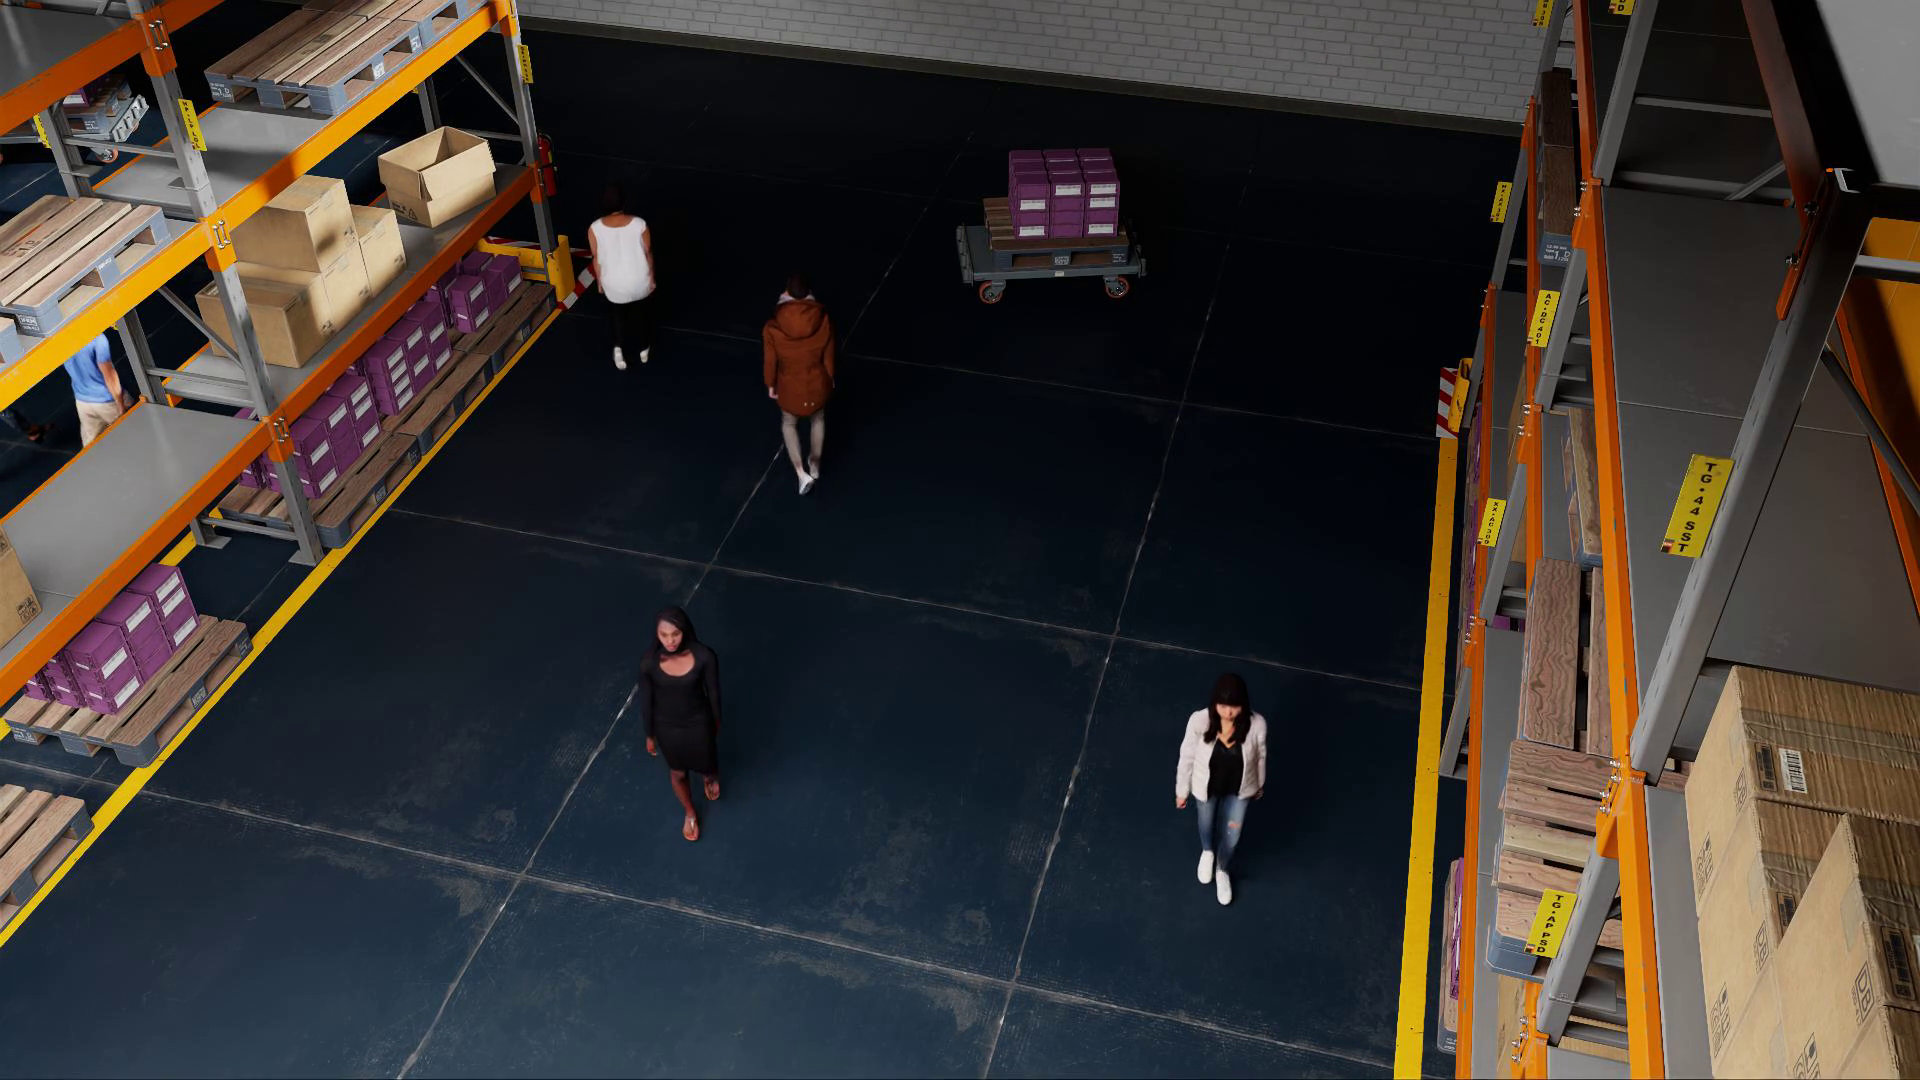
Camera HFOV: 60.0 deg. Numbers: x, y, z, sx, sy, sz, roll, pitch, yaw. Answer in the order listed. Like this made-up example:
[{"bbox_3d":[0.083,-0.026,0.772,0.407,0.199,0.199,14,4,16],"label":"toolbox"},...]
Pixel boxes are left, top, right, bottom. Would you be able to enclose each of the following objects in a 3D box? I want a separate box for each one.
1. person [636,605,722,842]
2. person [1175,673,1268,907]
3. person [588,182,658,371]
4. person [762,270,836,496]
[{"bbox_3d":[-1.619,1.018,9.728,0.748,1.711,0.806,-5,39,-6],"label":"person"},{"bbox_3d":[1.486,1.313,9.428,0.684,1.624,0.672,5,39,7],"label":"person"},{"bbox_3d":[-2.761,-2.141,13.714,0.795,1.672,0.936,-1,39,-2],"label":"person"},{"bbox_3d":[-1.149,-1.120,12.317,0.954,1.821,1.070,-9,39,-11],"label":"person"}]
